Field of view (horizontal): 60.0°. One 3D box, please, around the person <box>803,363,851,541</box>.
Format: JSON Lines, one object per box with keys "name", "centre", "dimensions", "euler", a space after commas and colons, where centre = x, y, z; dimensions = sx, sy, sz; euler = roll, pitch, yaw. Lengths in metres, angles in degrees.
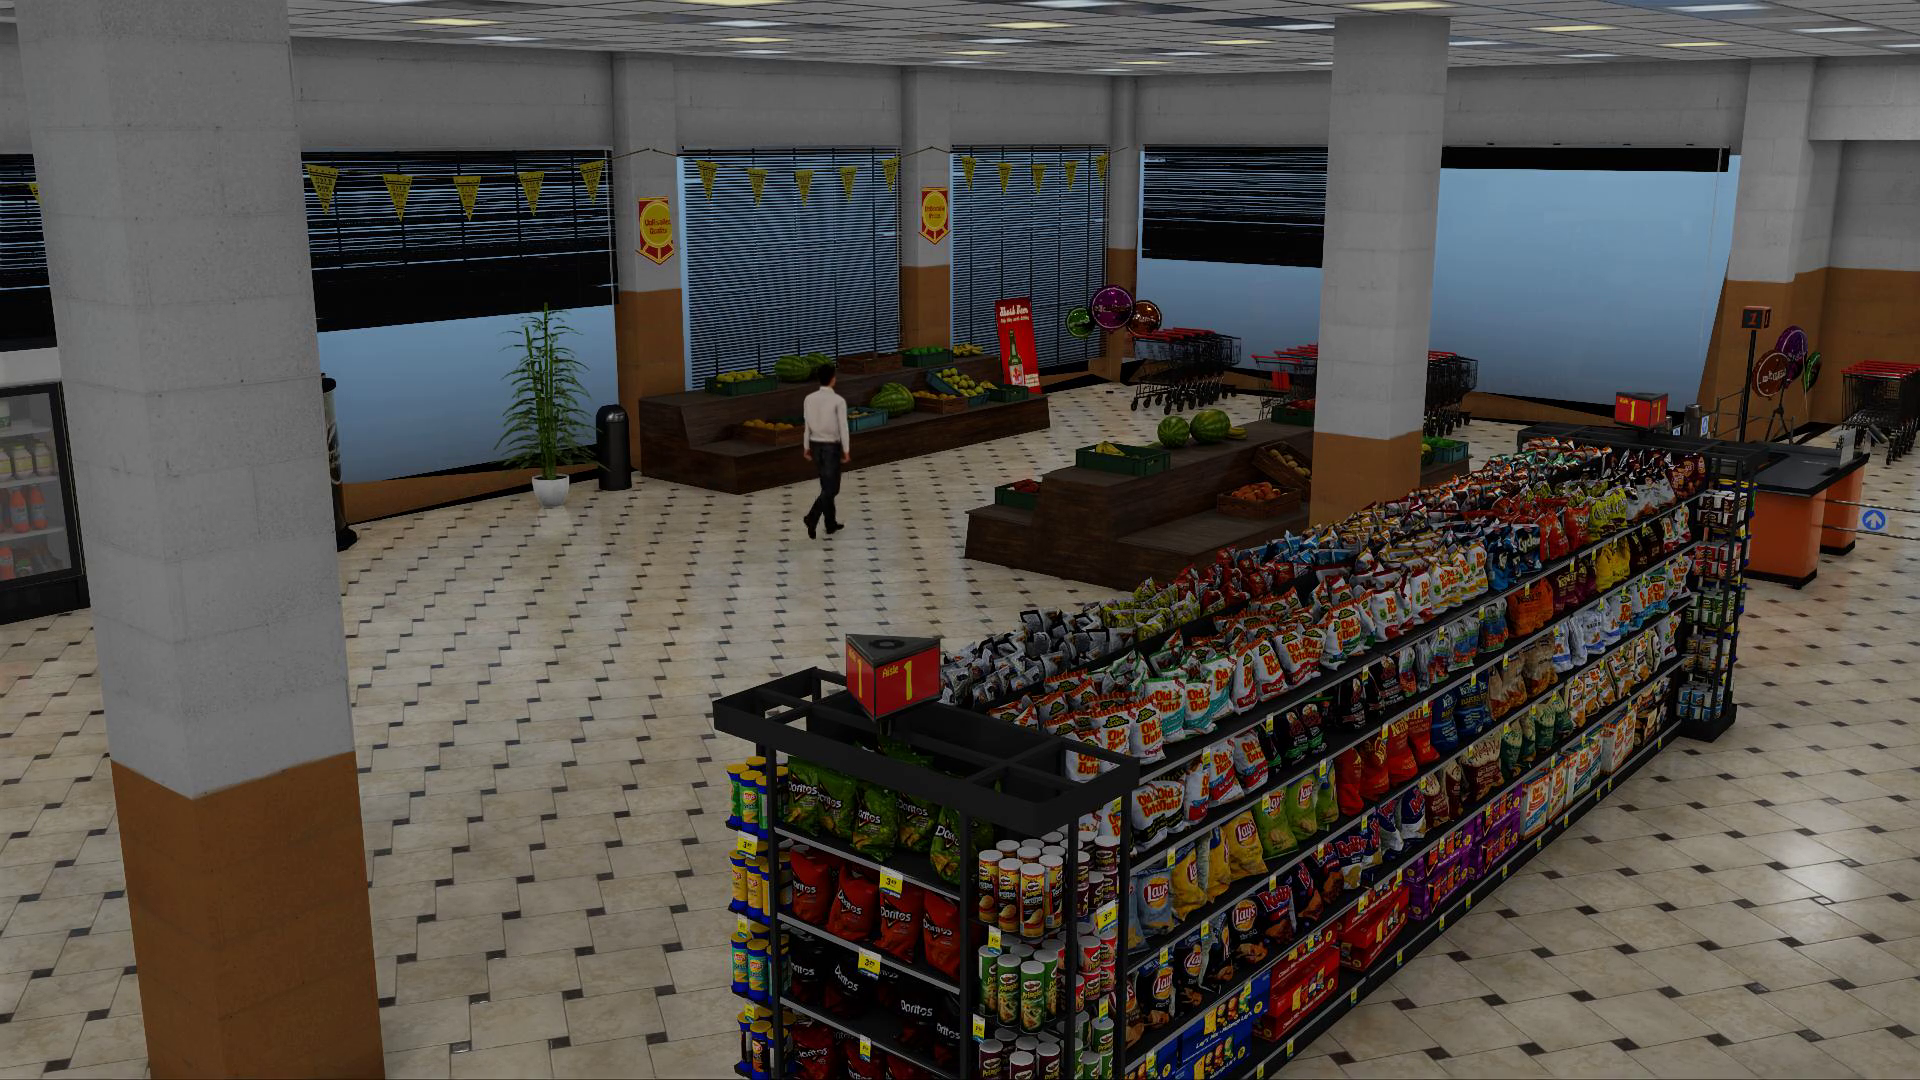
{"name": "person", "centre": [-1.407, -0.873, 16.934], "dimensions": [0.797, 1.786, 1.104], "euler": [7, 15, 27]}
